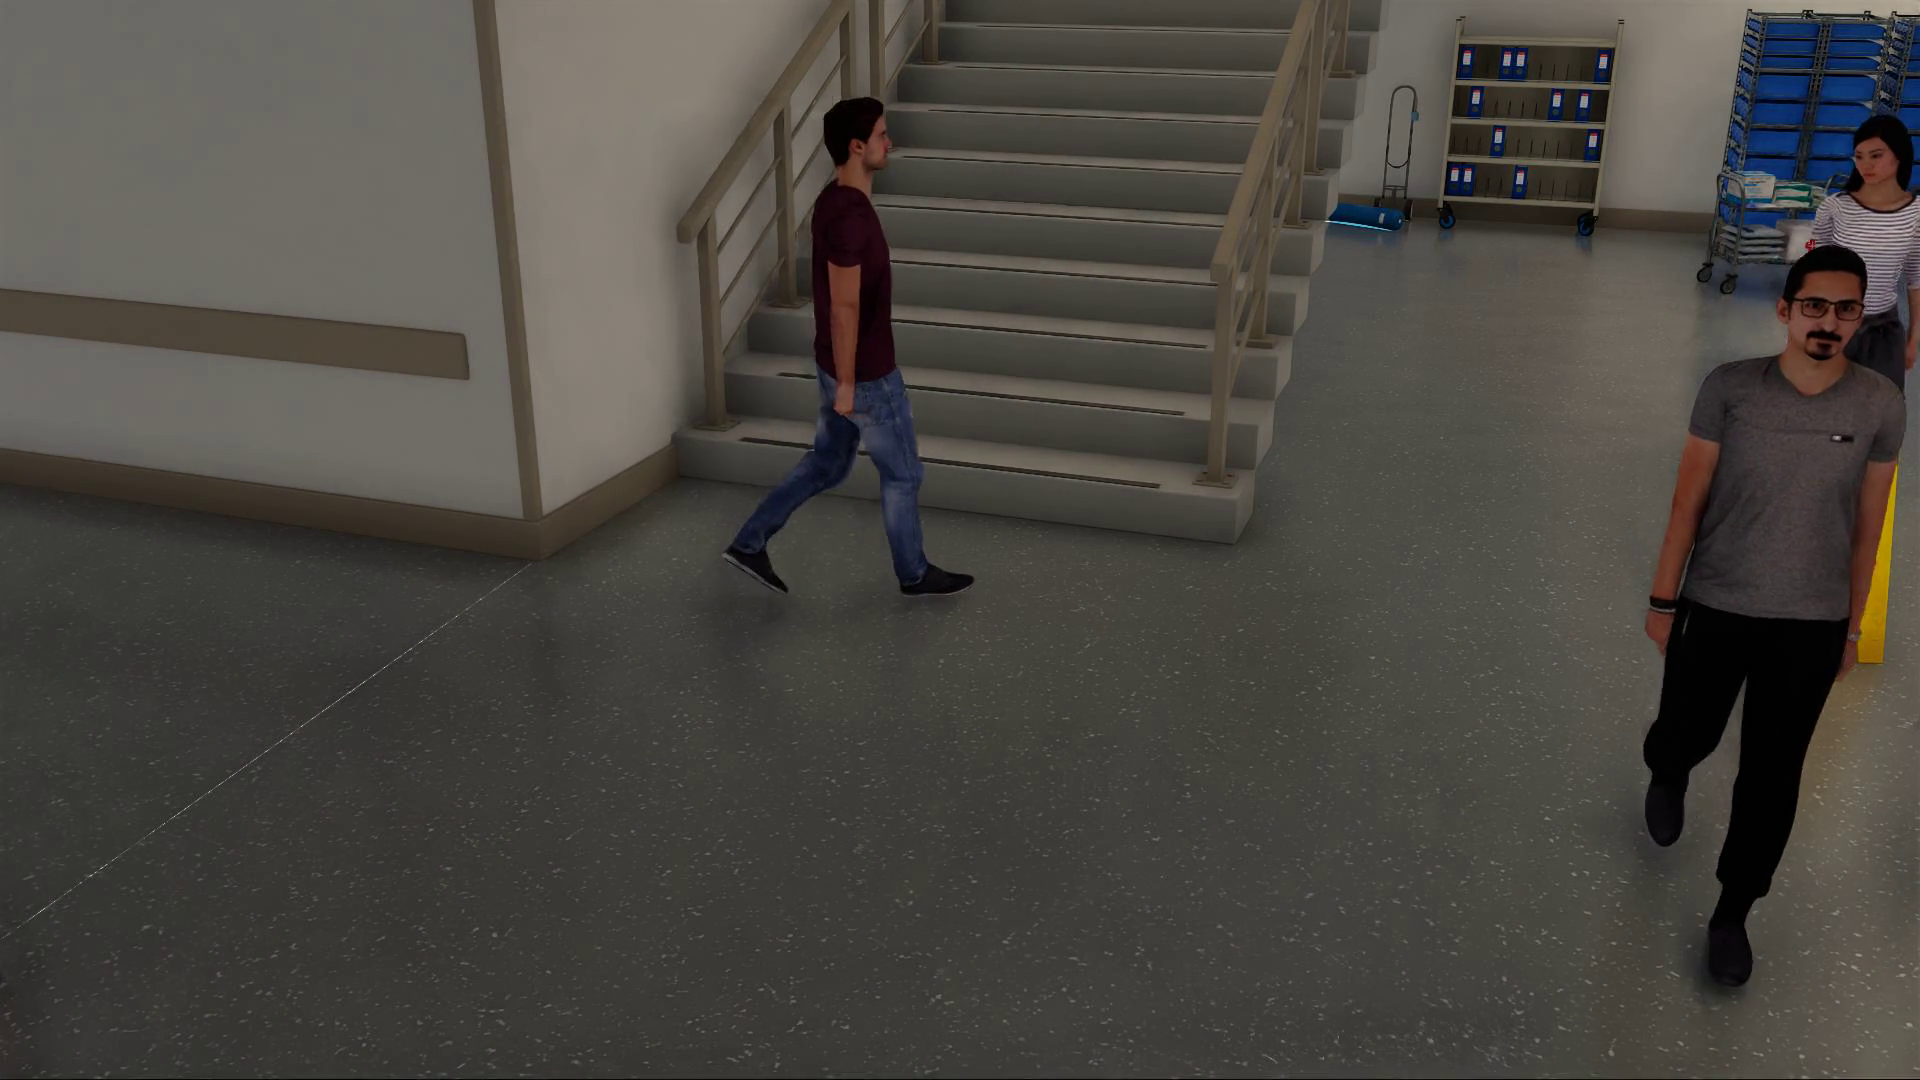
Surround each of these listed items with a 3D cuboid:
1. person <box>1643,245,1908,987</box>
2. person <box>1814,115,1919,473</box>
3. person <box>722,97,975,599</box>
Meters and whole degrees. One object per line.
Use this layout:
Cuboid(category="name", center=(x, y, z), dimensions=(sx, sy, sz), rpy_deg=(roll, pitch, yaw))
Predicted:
Cuboid(category="person", center=(1.923, 0.147, 4.025), dimensions=(0.615, 1.740, 0.946), rpy_deg=(7, 22, 18))
Cuboid(category="person", center=(3.507, -0.800, 6.612), dimensions=(0.607, 1.679, 1.035), rpy_deg=(5, 21, 13))
Cuboid(category="person", center=(-0.457, -0.620, 5.937), dimensions=(1.144, 1.821, 1.195), rpy_deg=(-5, 21, -14))
